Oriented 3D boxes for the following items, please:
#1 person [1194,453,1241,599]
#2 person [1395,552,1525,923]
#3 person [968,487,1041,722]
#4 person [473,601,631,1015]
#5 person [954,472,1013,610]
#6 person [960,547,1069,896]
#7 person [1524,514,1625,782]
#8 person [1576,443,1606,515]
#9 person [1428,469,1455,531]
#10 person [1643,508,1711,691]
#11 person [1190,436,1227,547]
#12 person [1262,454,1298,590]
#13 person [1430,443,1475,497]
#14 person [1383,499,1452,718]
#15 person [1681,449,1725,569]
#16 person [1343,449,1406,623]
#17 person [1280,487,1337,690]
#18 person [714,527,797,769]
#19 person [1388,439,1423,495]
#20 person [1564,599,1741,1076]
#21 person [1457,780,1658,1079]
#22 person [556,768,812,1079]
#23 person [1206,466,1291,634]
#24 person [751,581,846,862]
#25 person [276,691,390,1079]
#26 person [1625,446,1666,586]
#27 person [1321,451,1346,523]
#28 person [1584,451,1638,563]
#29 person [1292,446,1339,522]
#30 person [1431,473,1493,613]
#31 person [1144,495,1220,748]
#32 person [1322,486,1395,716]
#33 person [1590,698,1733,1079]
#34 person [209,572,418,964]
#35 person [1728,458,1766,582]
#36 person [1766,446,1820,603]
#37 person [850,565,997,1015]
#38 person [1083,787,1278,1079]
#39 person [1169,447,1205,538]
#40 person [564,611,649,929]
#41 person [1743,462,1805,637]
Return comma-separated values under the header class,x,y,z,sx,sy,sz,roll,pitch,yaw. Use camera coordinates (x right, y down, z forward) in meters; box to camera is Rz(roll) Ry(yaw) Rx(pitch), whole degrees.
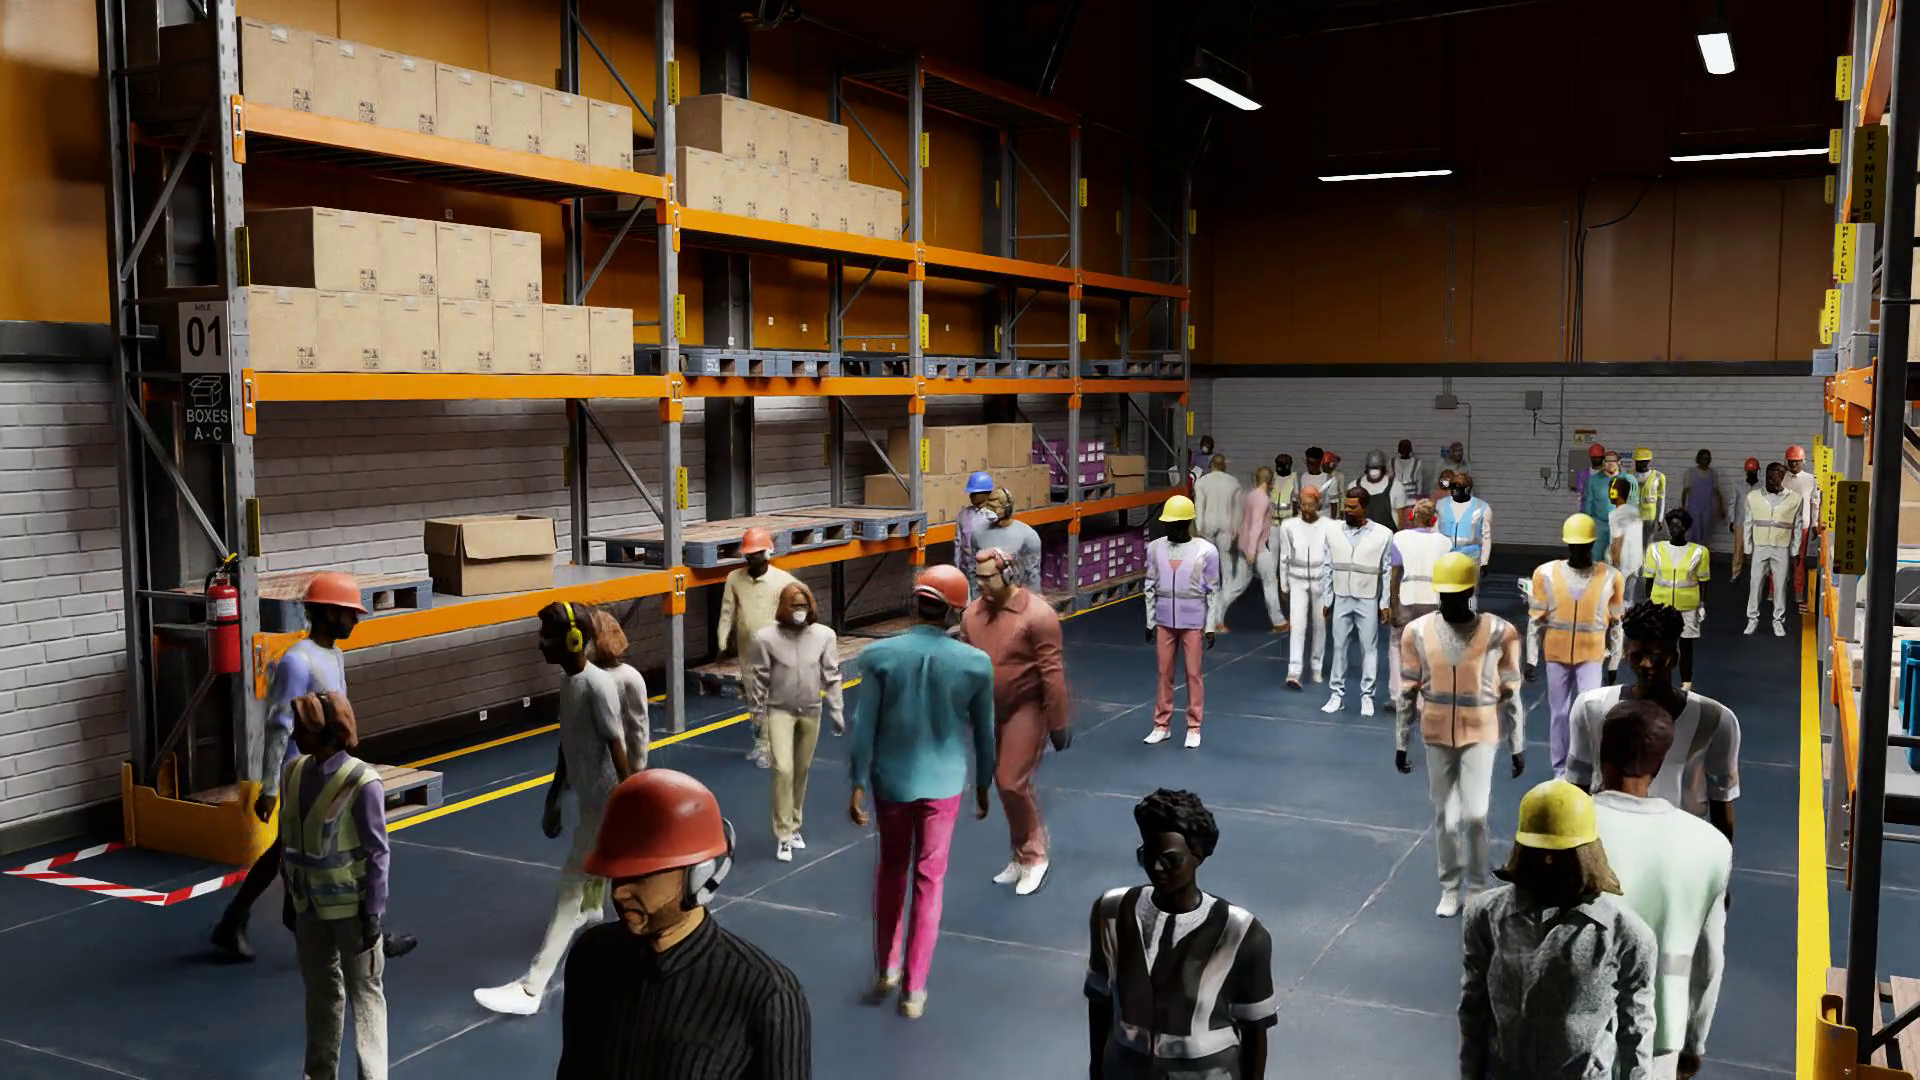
class,x,y,z,sx,sy,sz,roll,pitch,yaw
person,3.262,-0.157,21.173,0.653,1.877,1.019,-1,5,-7
person,2.528,1.011,8.476,0.632,1.903,0.590,3,6,30
person,0.353,0.537,13.461,0.629,1.937,0.377,3,6,29
person,-1.657,1.167,7.343,0.993,1.808,0.518,-3,6,-27
person,0.213,0.324,15.702,0.605,1.944,0.402,3,6,29
person,0.259,0.971,9.095,0.528,1.879,0.665,-5,7,-41
person,4.066,0.781,11.026,0.606,1.904,0.686,2,6,24
person,8.979,-0.397,23.494,0.547,1.938,0.377,3,6,29
person,6.526,-0.137,22.310,0.501,1.633,0.285,3,6,29
person,6.169,0.572,14.343,0.536,1.697,0.322,3,6,29
person,4.030,-0.734,27.119,0.629,1.940,0.377,3,6,29
person,4.345,-0.241,22.354,0.624,1.841,0.430,3,6,29
person,7.795,-0.610,26.267,0.654,1.846,1.010,-1,5,-9
person,3.837,0.564,13.879,0.569,1.796,0.636,-1,5,-7
person,11.001,-0.434,24.561,0.539,1.803,0.893,-1,5,-6
person,4.769,-0.053,19.243,0.692,2.000,0.607,3,6,27
person,3.180,0.436,15.060,0.598,1.827,0.991,2,6,18
person,-1.485,0.773,12.015,0.576,1.730,0.622,2,6,24
person,7.201,-0.692,26.963,0.575,1.882,0.360,3,6,29
person,2.566,1.194,6.217,0.608,1.966,0.372,3,6,29
person,1.534,1.481,4.324,0.487,1.744,0.312,3,6,29
person,-0.580,1.443,3.386,0.612,1.995,0.392,3,6,29
person,3.214,0.115,18.360,1.021,1.883,0.642,-1,5,-6
person,-0.930,1.045,9.683,0.514,1.604,0.655,-2,6,-22
person,-2.316,1.363,6.159,0.515,1.636,0.315,3,6,29
person,9.339,-0.325,22.797,0.589,1.924,0.383,3,6,29
person,5.627,-0.490,25.492,0.564,1.748,0.339,3,6,29
person,8.425,-0.202,21.560,0.643,1.910,0.399,3,6,29
person,4.613,-0.239,21.657,0.608,1.963,0.372,3,6,29
person,5.224,0.220,17.388,0.624,1.841,0.430,3,6,29
person,1.677,0.617,12.654,0.589,1.924,0.383,3,6,29
person,3.325,0.504,13.915,0.590,1.917,0.398,3,6,29
person,1.836,1.390,4.636,0.622,1.863,0.657,0,5,2
person,-3.149,1.091,7.910,0.976,1.876,0.588,0,5,-5
person,10.979,-0.270,23.104,0.564,1.752,0.339,3,6,29
person,10.534,-0.198,21.045,0.612,1.995,0.392,3,6,29
person,-0.159,1.094,7.450,0.646,1.936,0.666,0,5,2
person,0.572,1.492,4.441,0.536,1.697,0.322,3,6,29
person,3.367,-0.469,24.779,0.564,1.841,0.395,3,6,29
person,-1.776,1.164,8.317,0.501,1.633,0.285,3,6,29
person,8.925,0.100,18.271,0.590,1.917,0.398,3,6,29
